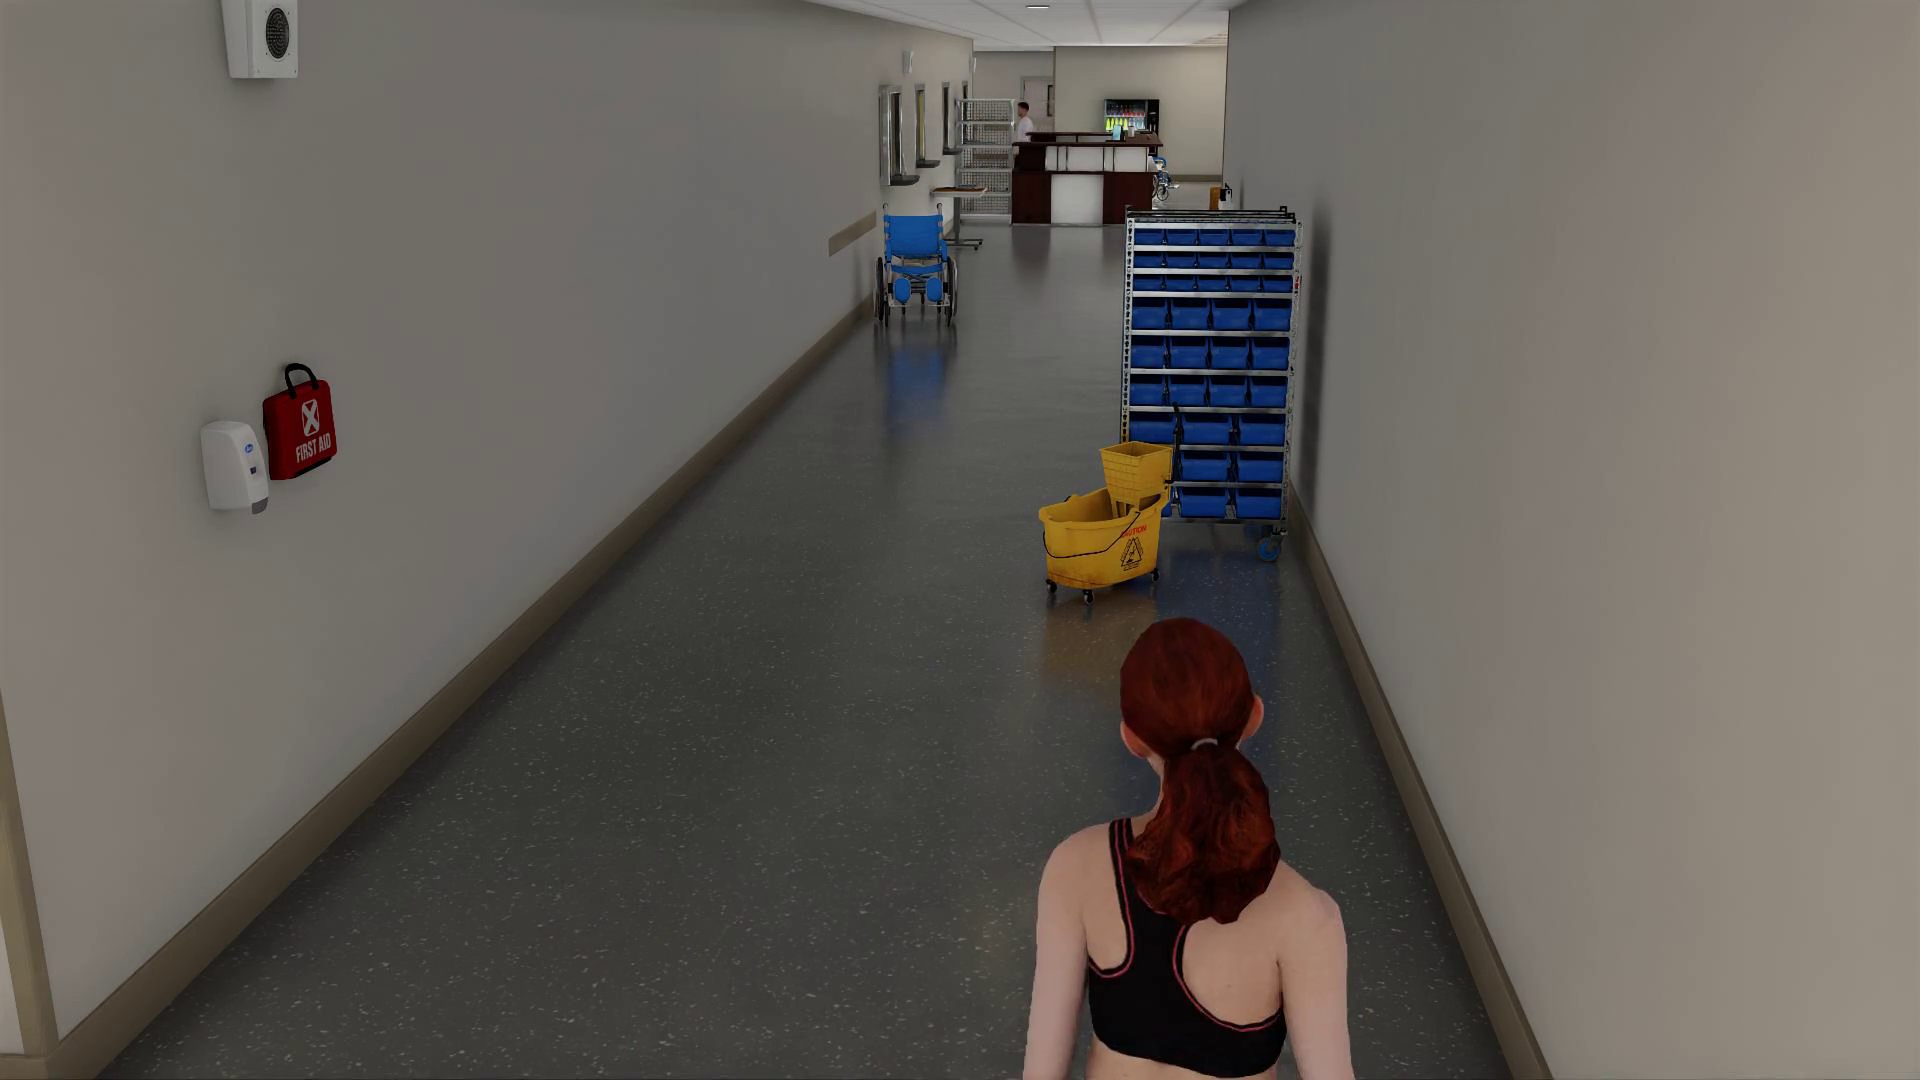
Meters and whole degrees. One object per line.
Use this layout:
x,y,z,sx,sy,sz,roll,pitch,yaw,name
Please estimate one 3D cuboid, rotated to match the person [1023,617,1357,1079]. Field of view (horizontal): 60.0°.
0.240,1.010,2.186,1.144,1.744,1.049,11,19,34,person
